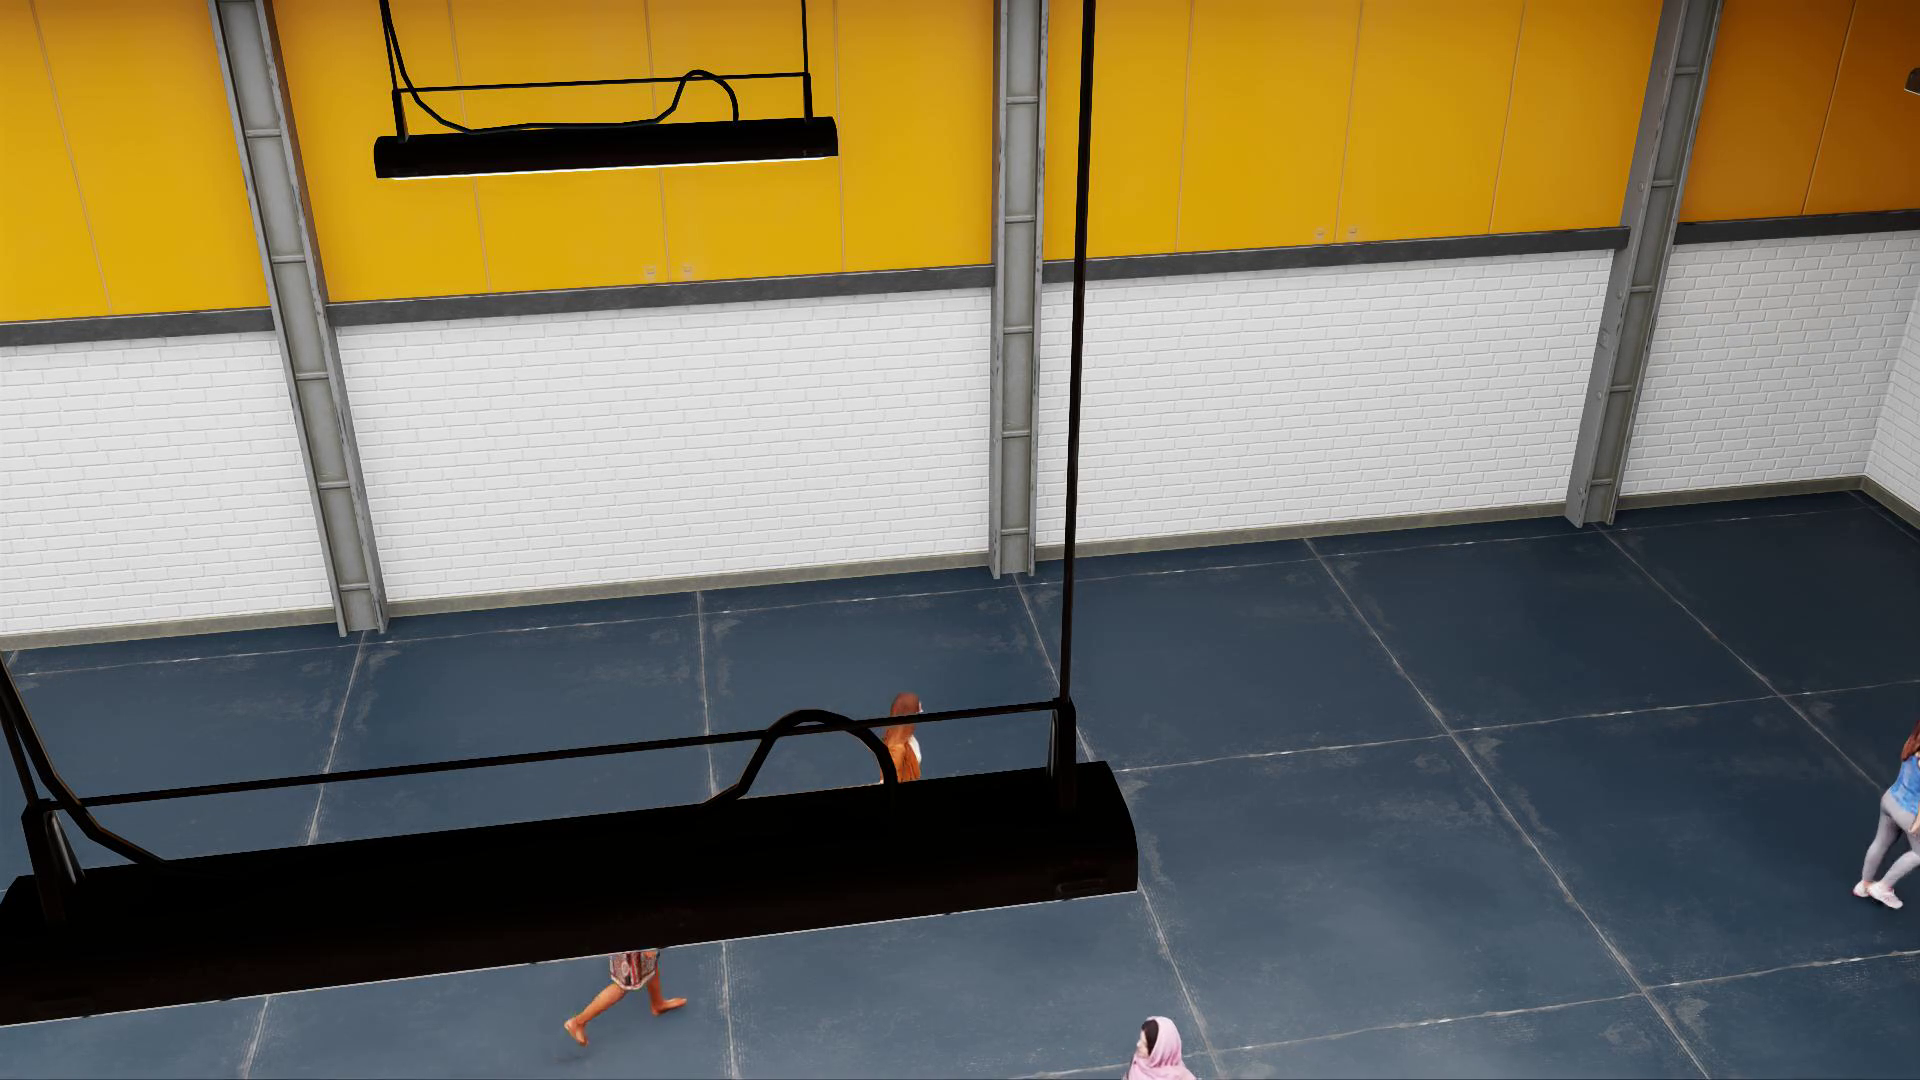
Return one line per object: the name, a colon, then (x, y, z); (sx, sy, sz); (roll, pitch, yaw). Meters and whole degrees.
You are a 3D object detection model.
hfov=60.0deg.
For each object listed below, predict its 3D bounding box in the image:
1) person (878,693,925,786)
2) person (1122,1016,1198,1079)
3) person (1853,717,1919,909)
person: (-0.518, 1.804, 11.482); (0.842, 1.694, 0.644); (-4, 29, -8)
person: (1.141, 3.188, 9.049); (1.029, 1.593, 0.648); (-4, 29, -7)
person: (6.469, 1.856, 11.486); (0.579, 1.599, 0.593); (-2, 29, -4)
